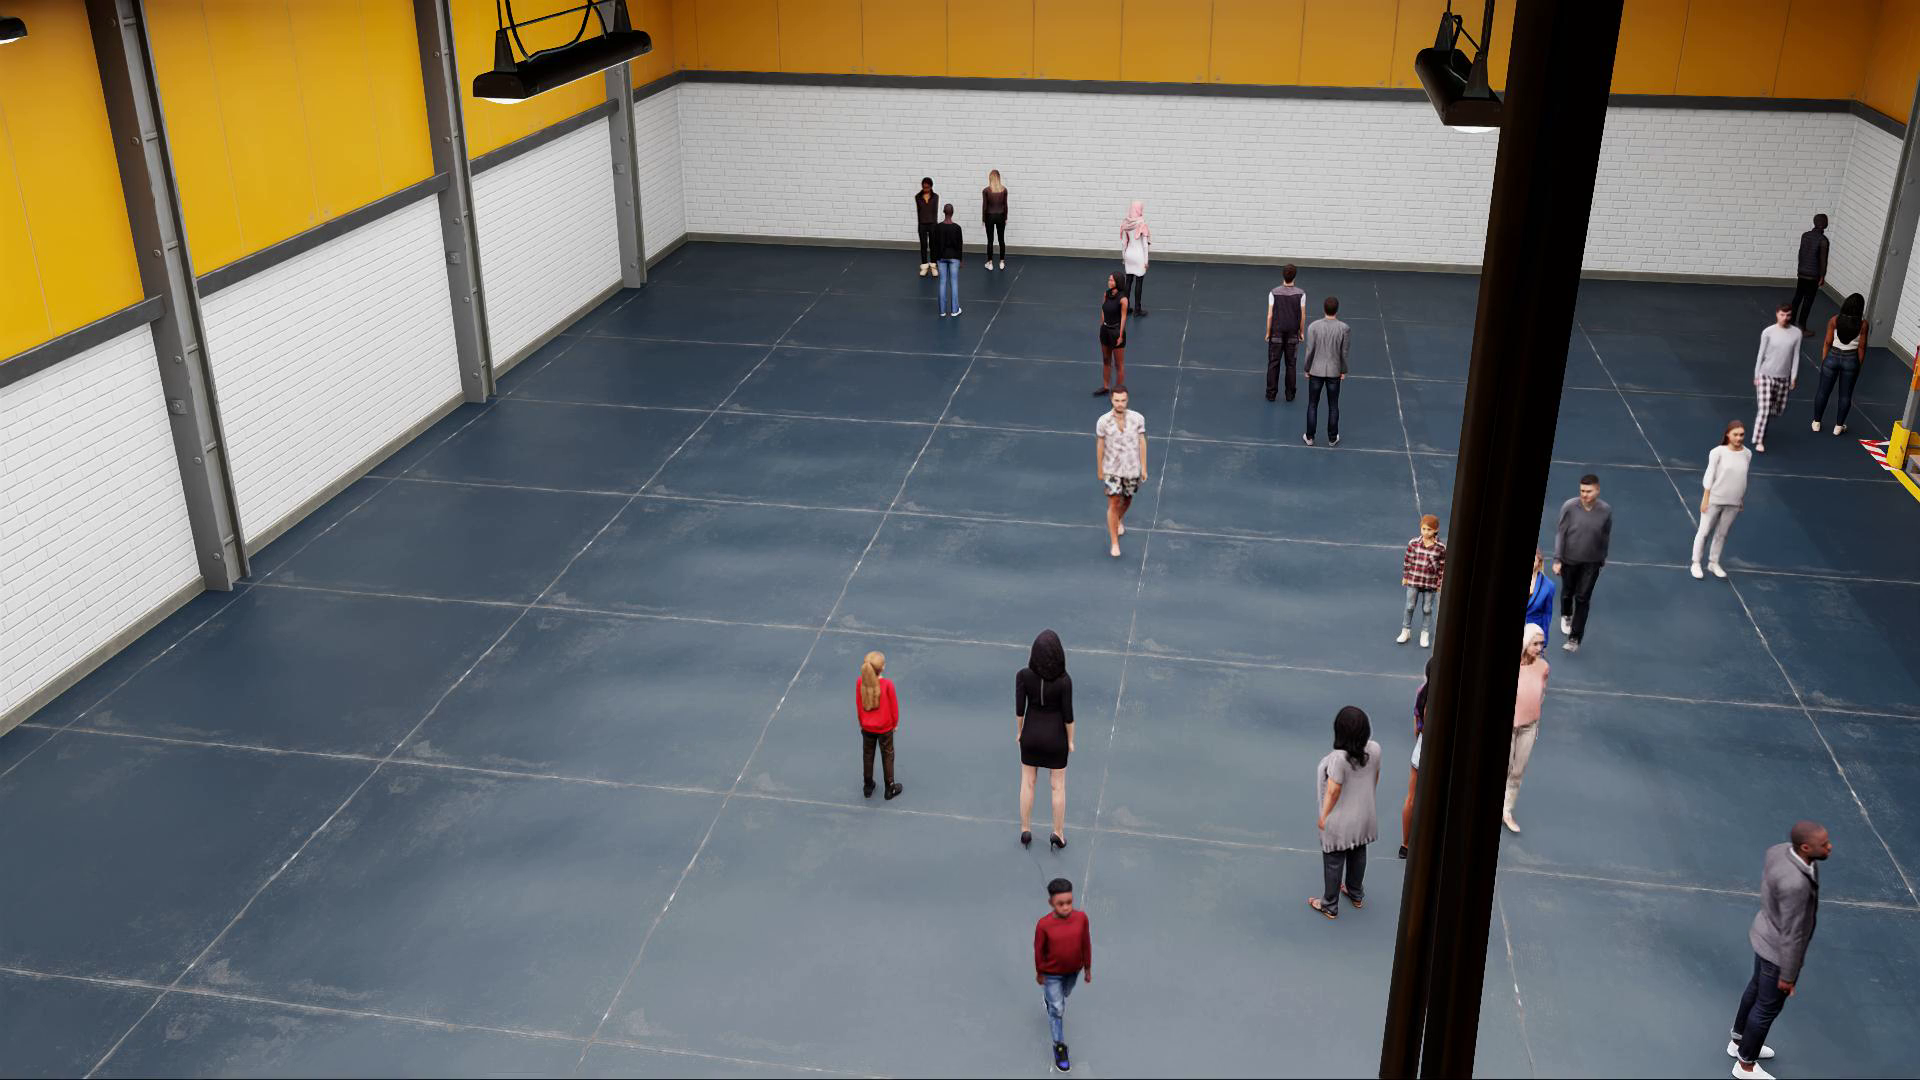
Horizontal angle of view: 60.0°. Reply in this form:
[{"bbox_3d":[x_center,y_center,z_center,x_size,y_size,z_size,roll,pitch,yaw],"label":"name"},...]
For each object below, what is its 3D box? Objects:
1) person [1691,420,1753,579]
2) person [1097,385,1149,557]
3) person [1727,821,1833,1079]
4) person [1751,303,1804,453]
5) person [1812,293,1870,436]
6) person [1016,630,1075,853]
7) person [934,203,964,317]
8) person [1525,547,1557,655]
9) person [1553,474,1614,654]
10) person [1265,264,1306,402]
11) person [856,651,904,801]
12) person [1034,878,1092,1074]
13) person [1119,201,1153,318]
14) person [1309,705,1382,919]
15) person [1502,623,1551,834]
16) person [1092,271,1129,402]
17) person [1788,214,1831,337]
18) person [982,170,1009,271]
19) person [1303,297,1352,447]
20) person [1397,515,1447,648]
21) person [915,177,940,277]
[{"bbox_3d":[7.789,-0.425,16.994,0.655,1.688,0.610,-2,24,-4],"label":"person"},{"bbox_3d":[1.715,-0.813,17.747,0.889,1.795,1.193,-2,24,-5],"label":"person"},{"bbox_3d":[4.992,2.489,10.167,0.816,1.816,0.565,8,25,17],"label":"person"},{"bbox_3d":[10.045,-2.043,20.521,0.636,1.827,0.960,5,24,12],"label":"person"},{"bbox_3d":[11.115,-2.228,20.966,0.735,1.810,0.744,16,28,32],"label":"person"},{"bbox_3d":[0.626,1.510,12.420,0.607,1.806,0.509,7,24,15],"label":"person"},{"bbox_3d":[-0.183,-4.380,25.965,0.594,1.748,0.528,3,24,7],"label":"person"},{"bbox_3d":[4.750,0.832,14.104,0.674,1.700,0.623,10,26,22],"label":"person"},{"bbox_3d":[5.840,0.151,15.630,0.772,1.725,1.157,6,24,14],"label":"person"},{"bbox_3d":[4.320,-2.761,22.137,0.672,1.848,0.588,2,24,5],"label":"person"},{"bbox_3d":[-0.655,1.459,13.192,0.513,1.281,0.528,7,25,15],"label":"person"},{"bbox_3d":[0.624,2.652,10.516,0.750,1.239,0.933,-8,25,-17],"label":"person"},{"bbox_3d":[2.732,-4.394,25.929,0.736,1.803,0.755,19,30,37],"label":"person"},{"bbox_3d":[2.735,1.910,11.750,0.770,1.609,0.825,-13,27,-28],"label":"person"},{"bbox_3d":[4.228,1.388,12.811,0.781,1.717,0.889,-6,24,-13],"label":"person"},{"bbox_3d":[2.048,-2.733,22.209,0.720,1.741,0.674,-18,29,-35],"label":"person"},{"bbox_3d":[12.758,-3.994,24.974,0.838,1.836,0.675,-6,24,-14],"label":"person"},{"bbox_3d":[0.605,-5.521,28.633,0.669,1.704,0.632,-5,24,-11],"label":"person"},{"bbox_3d":[4.520,-2.086,20.566,0.668,1.871,0.555,4,24,9],"label":"person"},{"bbox_3d":[4.365,0.366,15.663,0.574,1.305,0.563,9,25,21],"label":"person"},{"bbox_3d":[-0.552,-5.355,28.307,0.613,1.659,0.674,1,24,3],"label":"person"}]
